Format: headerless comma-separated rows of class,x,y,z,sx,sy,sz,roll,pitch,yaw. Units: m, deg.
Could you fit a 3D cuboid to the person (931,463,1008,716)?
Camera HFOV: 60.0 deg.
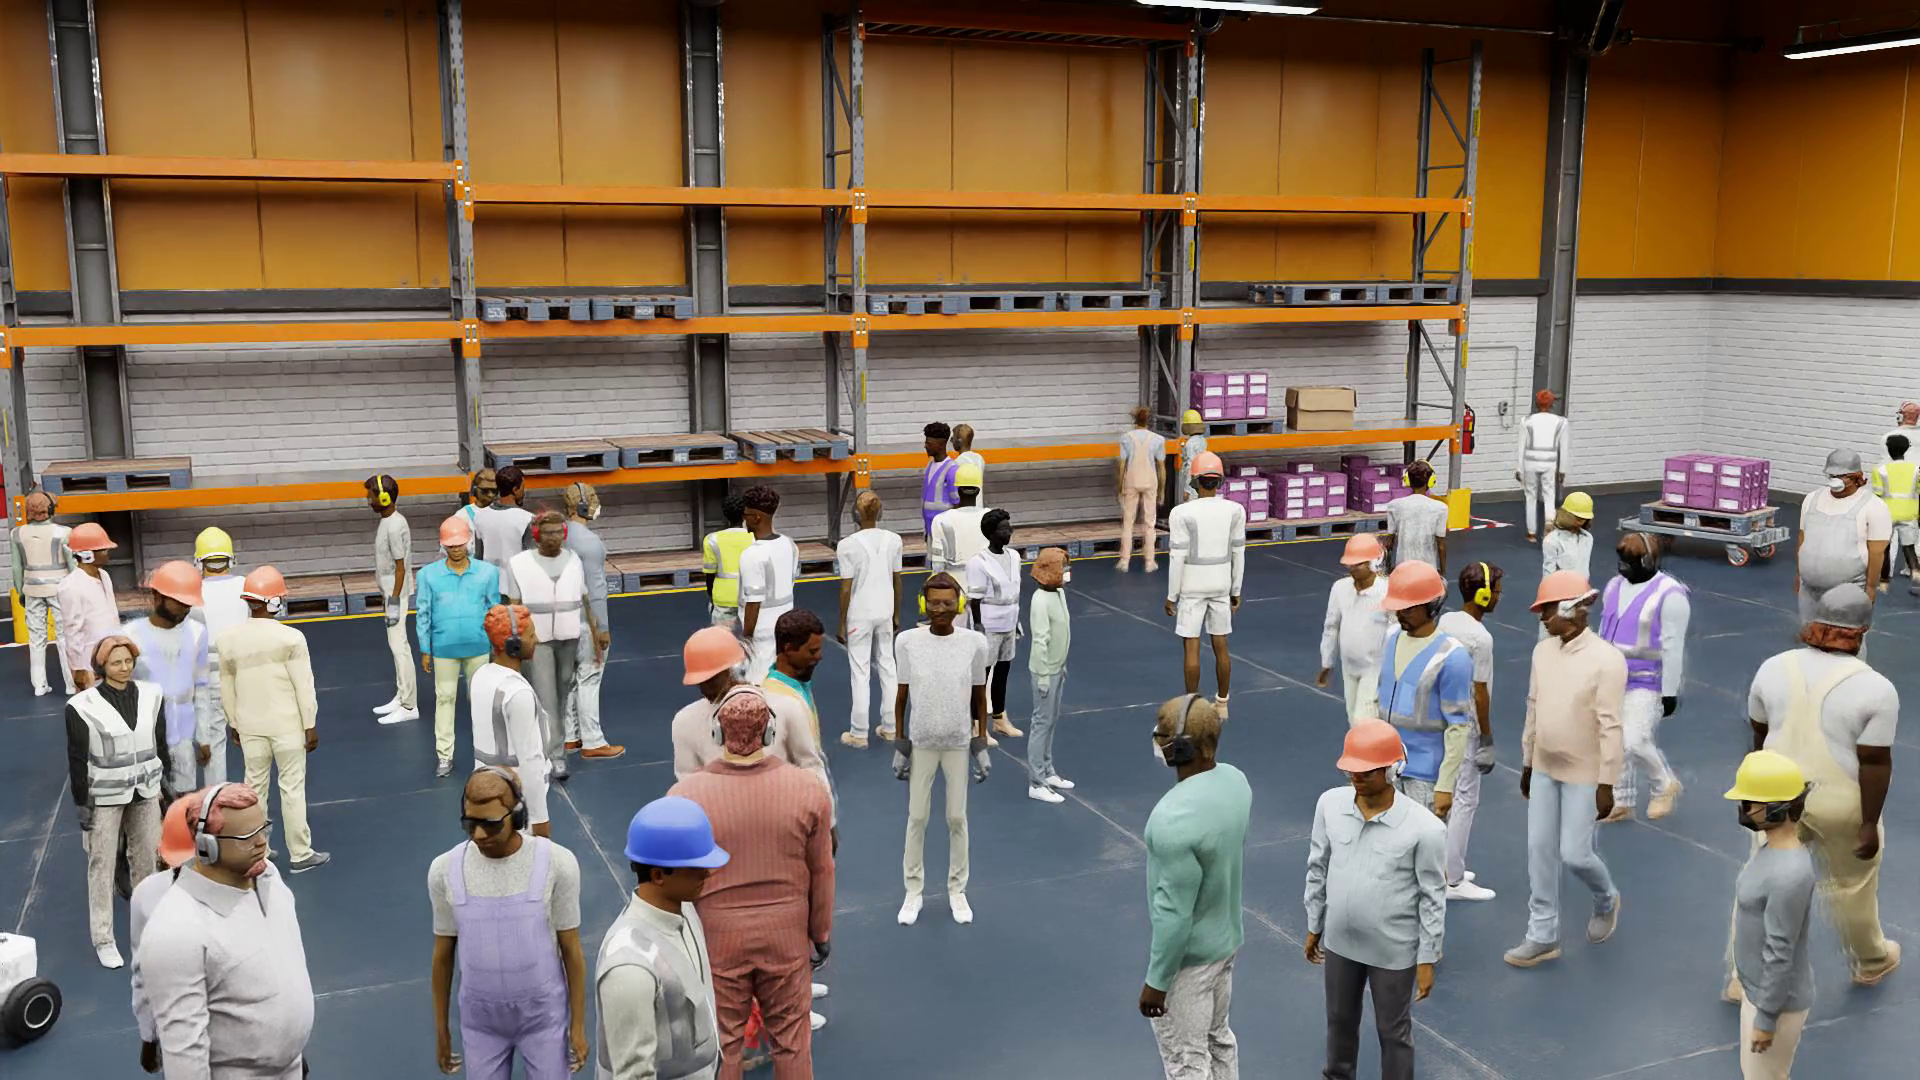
person,0.061,0.383,12.529,0.594,1.925,0.368,-3,10,-15

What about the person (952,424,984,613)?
person,0.053,-0.213,16.203,0.326,1.843,0.517,6,11,30

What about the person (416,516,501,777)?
person,-3.352,0.705,11.178,0.565,1.751,0.330,-4,11,-23

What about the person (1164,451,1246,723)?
person,1.802,0.358,12.340,0.615,2.042,0.376,-3,10,-18

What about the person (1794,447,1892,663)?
person,6.728,0.278,12.812,0.536,2.000,0.683,-6,12,-32

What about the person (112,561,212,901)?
person,-4.240,1.047,8.794,0.554,1.896,0.629,6,12,32

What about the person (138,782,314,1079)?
person,-2.209,1.672,5.166,0.409,1.906,0.651,1,10,4

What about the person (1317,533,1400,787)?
person,2.583,0.808,10.637,0.439,1.734,0.580,-6,12,-33

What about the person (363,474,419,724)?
person,-4.253,0.434,12.429,0.328,1.865,0.513,-4,11,-23

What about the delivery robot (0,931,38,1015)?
delivery robot,-4.412,1.941,7.236,0.477,0.478,0.707,4,11,21

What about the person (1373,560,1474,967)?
person,2.196,1.095,8.124,0.384,2.036,0.605,-5,11,-25

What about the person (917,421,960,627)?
person,-0.172,-0.115,15.288,0.364,1.964,0.611,-5,11,-25

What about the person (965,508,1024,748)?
person,0.255,0.616,11.850,0.318,1.700,0.535,8,13,39

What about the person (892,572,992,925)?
person,-0.093,1.080,8.674,0.521,1.876,0.336,0,10,0

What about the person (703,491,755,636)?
person,-1.685,0.472,12.686,0.534,1.697,0.318,0,10,-2

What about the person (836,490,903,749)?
person,-0.646,0.558,11.763,0.508,1.846,0.345,-6,12,-31

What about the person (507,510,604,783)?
person,-2.709,0.685,11.179,0.591,1.824,0.786,-6,11,-29

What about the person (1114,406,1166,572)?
person,1.944,-0.547,18.232,0.620,1.830,0.363,1,10,8

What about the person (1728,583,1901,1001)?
person,4.054,1.147,7.805,1.040,2.000,0.704,-6,12,-32

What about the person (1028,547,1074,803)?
person,0.584,0.851,10.685,0.278,1.633,0.507,3,10,17

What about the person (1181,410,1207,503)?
person,2.611,-0.595,18.702,0.318,1.741,0.492,5,11,26

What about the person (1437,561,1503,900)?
person,2.743,1.031,9.017,0.341,1.857,0.521,-2,10,-10

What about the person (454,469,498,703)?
person,-3.690,0.356,12.943,0.343,1.840,0.507,5,11,28

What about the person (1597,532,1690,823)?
person,4.107,0.853,10.126,0.452,1.822,0.642,-4,11,-21

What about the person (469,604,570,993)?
person,-2.083,1.225,7.811,0.356,1.883,0.574,-8,13,-38

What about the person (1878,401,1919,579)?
person,10.098,-0.530,17.839,0.639,1.913,0.407,-1,10,-4

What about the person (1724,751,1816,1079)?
person,2.861,1.615,5.944,0.339,1.755,0.531,4,11,21

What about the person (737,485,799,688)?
person,-1.305,0.608,11.122,0.367,1.966,0.604,4,11,21

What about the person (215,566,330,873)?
person,-3.879,1.014,9.396,0.561,1.752,0.327,2,10,10

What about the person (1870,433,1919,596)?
person,9.490,-0.228,16.806,0.540,1.674,0.662,3,10,15

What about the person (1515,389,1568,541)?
person,6.973,-0.876,19.962,0.587,1.865,0.633,2,10,11

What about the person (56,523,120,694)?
person,-5.638,0.756,10.879,0.342,1.750,0.573,-1,10,-5

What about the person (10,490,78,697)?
person,-7.166,0.430,13.091,0.522,1.640,0.306,-1,10,-3

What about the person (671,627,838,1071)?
person,-0.908,1.304,7.251,0.648,1.920,0.872,3,10,15

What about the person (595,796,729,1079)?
person,-0.873,1.696,4.935,0.416,1.941,0.608,1,10,4

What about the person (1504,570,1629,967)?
person,2.995,1.128,8.185,0.630,1.947,0.646,-5,11,-27

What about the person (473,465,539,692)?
person,-3.367,0.398,12.475,0.600,1.917,0.377,5,11,26

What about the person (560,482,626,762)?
person,-2.601,0.559,11.490,0.372,1.940,0.631,-8,13,-39

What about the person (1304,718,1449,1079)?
person,1.567,1.534,6.403,0.573,1.749,0.339,9,13,42

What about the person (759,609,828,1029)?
person,-0.799,1.249,7.591,0.391,1.911,0.590,0,10,0

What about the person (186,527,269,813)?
person,-4.532,0.828,10.242,0.590,1.833,0.404,-8,13,-39

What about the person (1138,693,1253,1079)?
person,0.835,1.500,6.066,0.373,1.940,0.628,6,11,30

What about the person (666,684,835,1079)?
person,-0.792,1.480,6.274,0.643,1.909,0.410,-2,10,-14

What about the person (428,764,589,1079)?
person,-1.513,1.630,5.623,0.523,1.834,0.343,0,10,-2

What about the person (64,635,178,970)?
person,-4.143,1.271,8.240,0.311,1.642,0.512,6,12,33

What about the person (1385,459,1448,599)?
person,3.656,0.282,13.322,0.509,1.860,0.333,6,11,30

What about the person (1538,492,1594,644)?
person,4.556,0.493,12.457,0.487,1.733,0.326,-6,11,-30
